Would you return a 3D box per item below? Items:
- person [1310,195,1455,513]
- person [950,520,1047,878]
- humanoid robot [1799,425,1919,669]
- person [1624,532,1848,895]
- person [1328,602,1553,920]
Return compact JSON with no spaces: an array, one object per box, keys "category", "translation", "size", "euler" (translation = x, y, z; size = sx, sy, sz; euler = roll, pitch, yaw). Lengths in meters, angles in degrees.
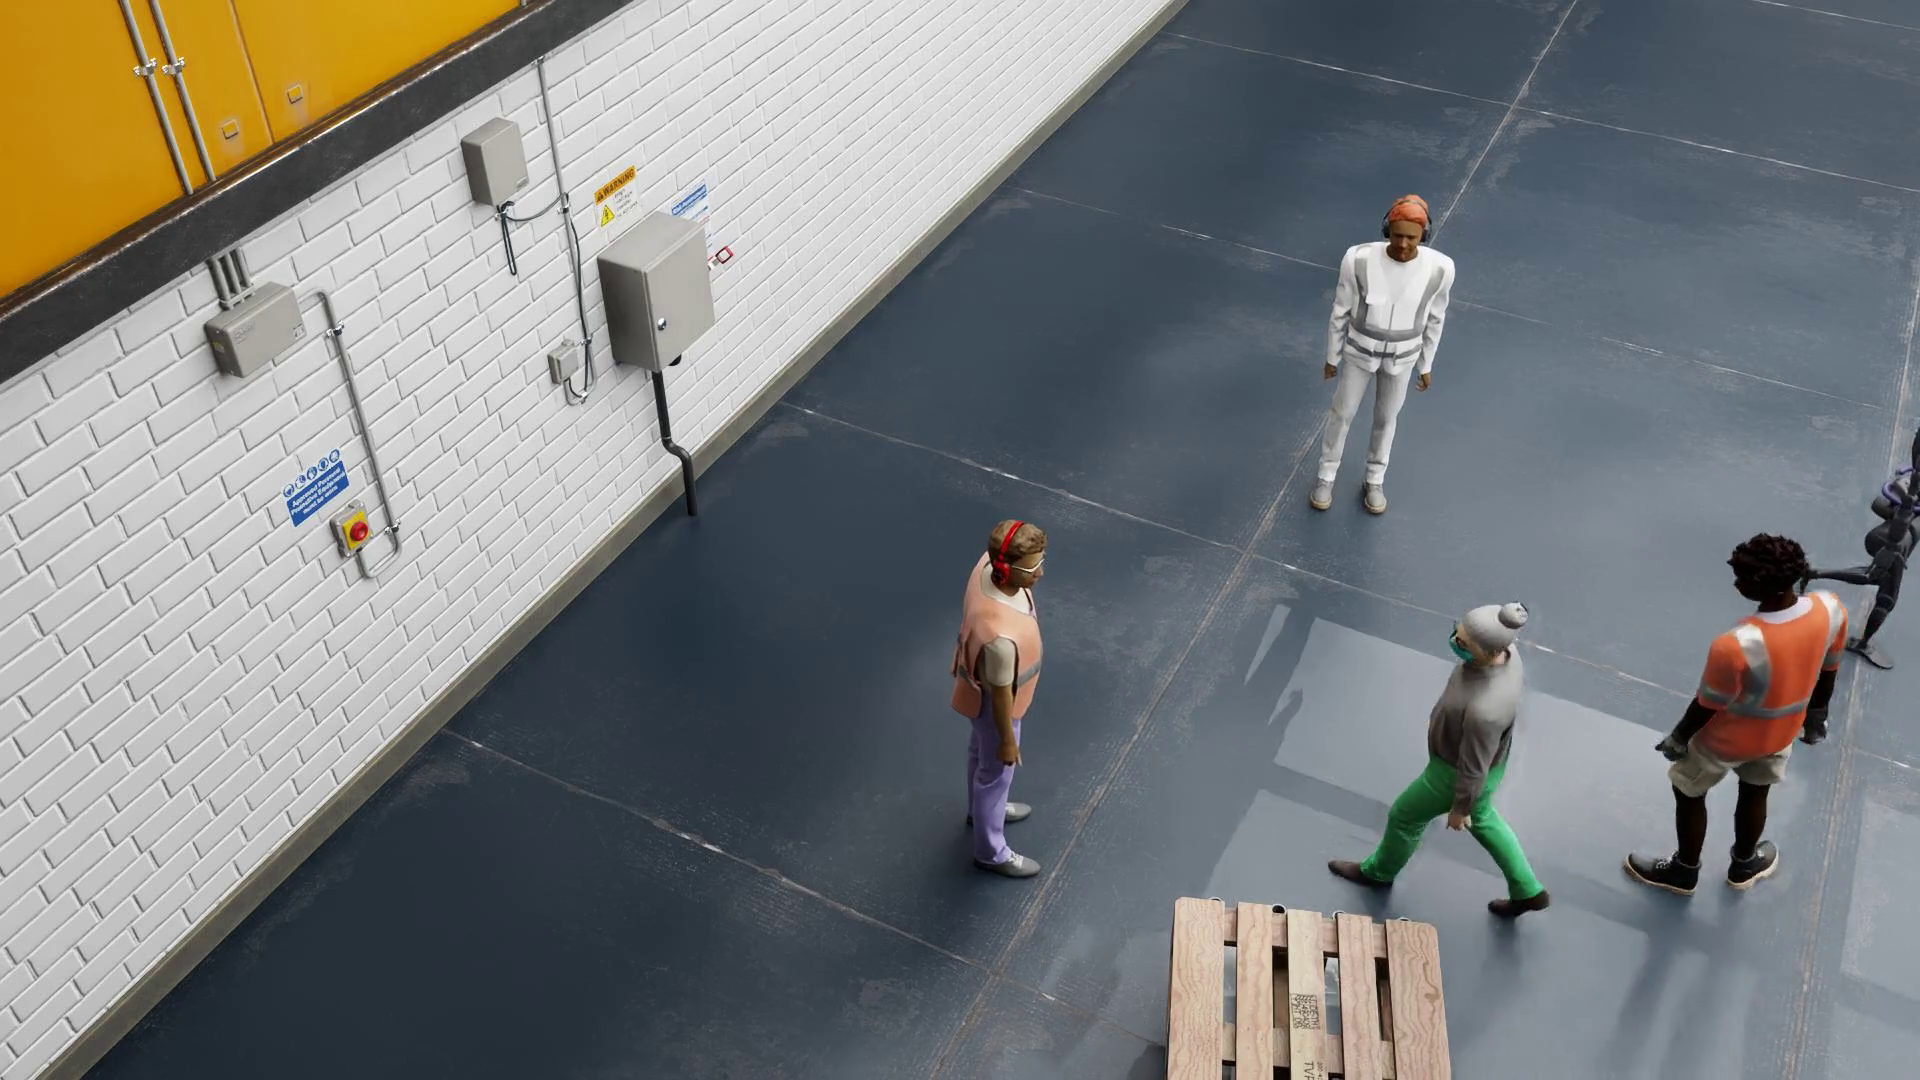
[{"category":"person","translation":[2.199,-0.953,8.709],"size":[0.573,1.881,0.357],"euler":[6,41,7]},{"category":"person","translation":[0.154,0.647,6.883],"size":[0.395,1.841,0.563],"euler":[-1,41,-1]},{"category":"humanoid robot","translation":[4.459,-0.146,7.938],"size":[0.611,1.633,0.599],"euler":[-31,50,-31]},{"category":"person","translation":[3.233,0.733,6.727],"size":[0.784,1.925,0.403],"euler":[-12,42,-14]},{"category":"person","translation":[2.069,0.879,6.643],"size":[0.860,1.811,0.522],"euler":[18,44,20]}]
